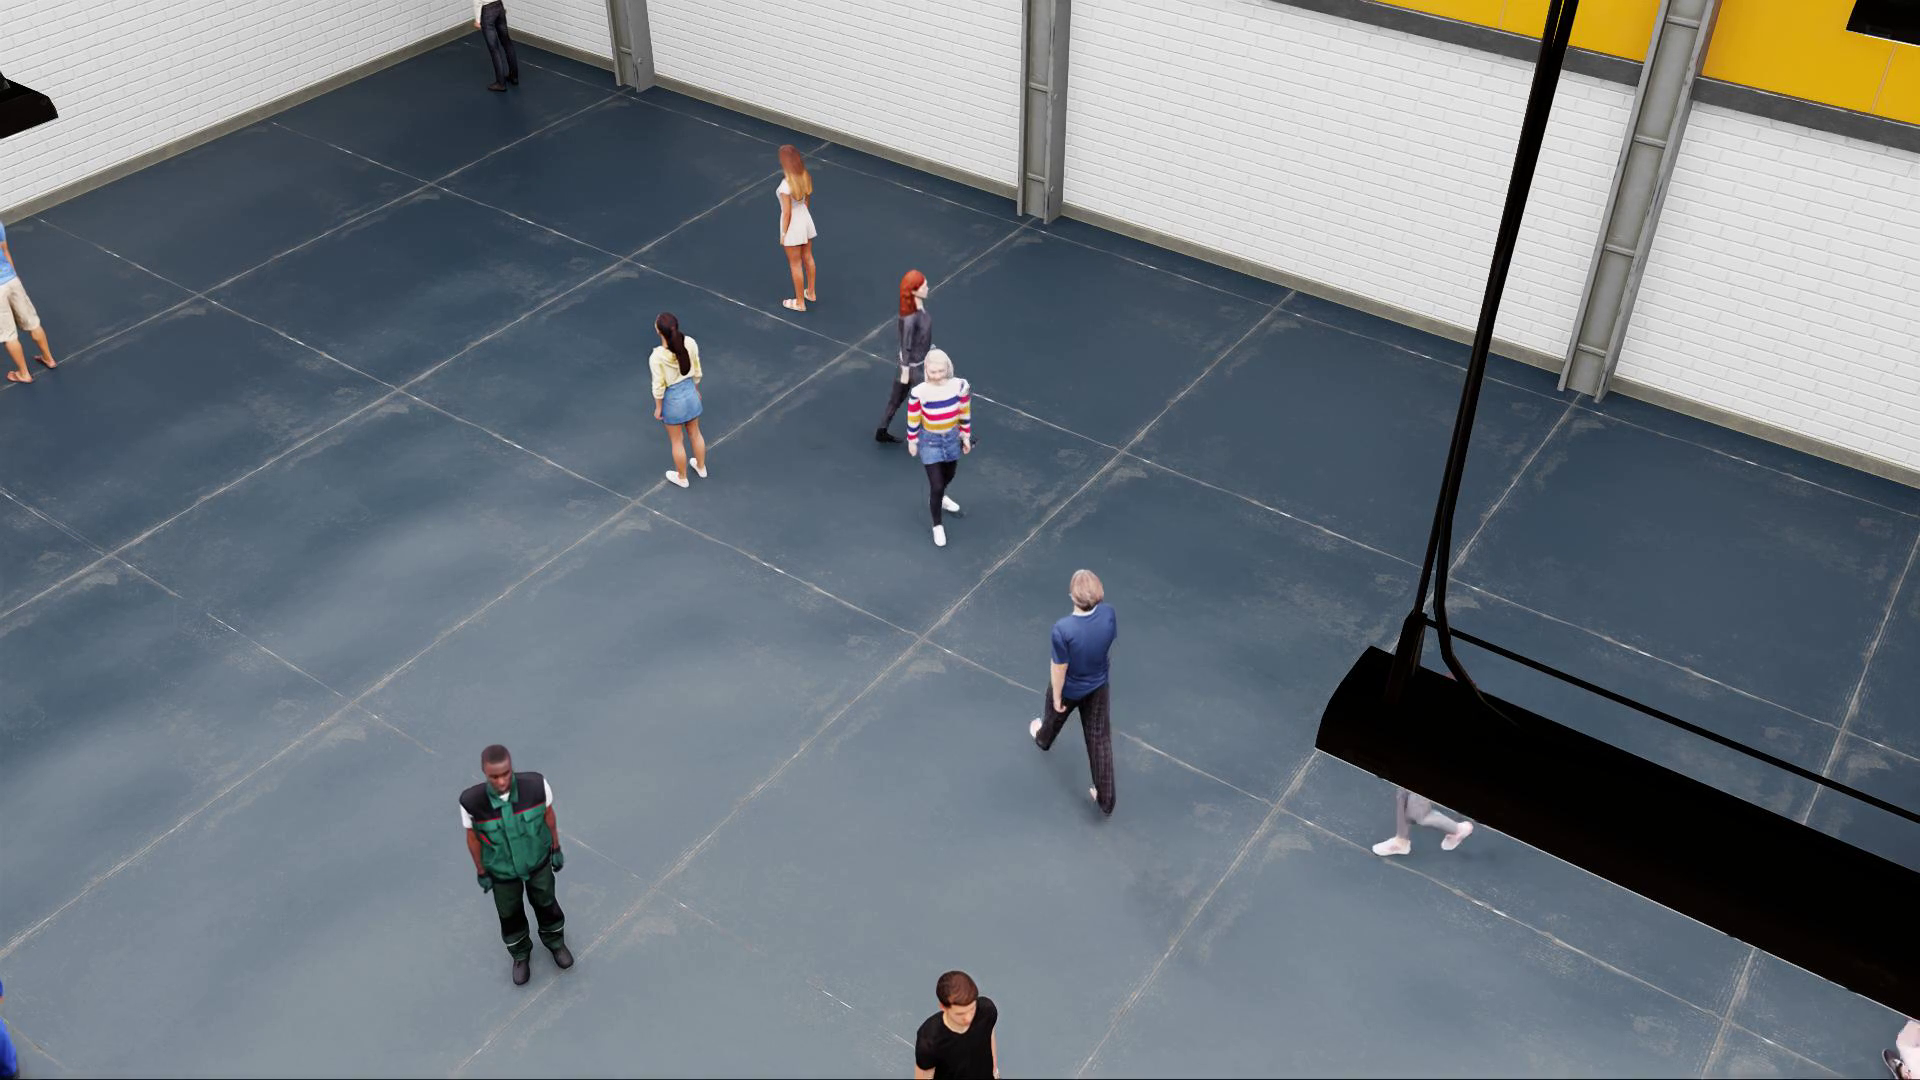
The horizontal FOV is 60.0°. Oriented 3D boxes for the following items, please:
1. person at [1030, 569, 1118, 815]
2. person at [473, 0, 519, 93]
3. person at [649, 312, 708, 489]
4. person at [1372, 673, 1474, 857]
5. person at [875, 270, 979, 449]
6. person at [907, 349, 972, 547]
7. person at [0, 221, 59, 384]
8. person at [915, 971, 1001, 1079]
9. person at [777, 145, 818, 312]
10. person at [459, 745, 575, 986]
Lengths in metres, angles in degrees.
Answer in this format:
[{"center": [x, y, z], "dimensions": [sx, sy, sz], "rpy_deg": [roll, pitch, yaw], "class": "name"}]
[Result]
[{"center": [0.852, 1.020, 10.930], "dimensions": [1.108, 1.815, 1.315], "rpy_deg": [-15, 41, -18], "class": "person"}, {"center": [-5.667, -6.390, 20.163], "dimensions": [0.541, 1.871, 0.662], "rpy_deg": [21, 43, 24], "class": "person"}, {"center": [-2.337, -1.172, 13.821], "dimensions": [0.684, 1.631, 0.625], "rpy_deg": [-30, 48, -32], "class": "person"}, {"center": [3.025, 1.449, 10.567], "dimensions": [0.928, 1.597, 0.849], "rpy_deg": [-4, 39, -5], "class": "person"}, {"center": [-0.469, -1.488, 14.141], "dimensions": [1.214, 1.726, 0.946], "rpy_deg": [5, 39, 6], "class": "person"}, {"center": [-0.164, -0.818, 13.258], "dimensions": [0.902, 1.782, 0.994], "rpy_deg": [-16, 41, -19], "class": "person"}, {"center": [-8.695, -2.303, 15.051], "dimensions": [0.608, 1.864, 0.683], "rpy_deg": [18, 42, 21], "class": "person"}, {"center": [-0.009, 2.839, 8.615], "dimensions": [0.746, 1.862, 0.692], "rpy_deg": [-26, 45, -29], "class": "person"}, {"center": [-1.576, -3.026, 16.091], "dimensions": [0.558, 1.696, 0.568], "rpy_deg": [21, 43, 25], "class": "person"}, {"center": [-2.612, 1.885, 9.827], "dimensions": [0.783, 1.840, 0.789], "rpy_deg": [-16, 41, -19], "class": "person"}]
